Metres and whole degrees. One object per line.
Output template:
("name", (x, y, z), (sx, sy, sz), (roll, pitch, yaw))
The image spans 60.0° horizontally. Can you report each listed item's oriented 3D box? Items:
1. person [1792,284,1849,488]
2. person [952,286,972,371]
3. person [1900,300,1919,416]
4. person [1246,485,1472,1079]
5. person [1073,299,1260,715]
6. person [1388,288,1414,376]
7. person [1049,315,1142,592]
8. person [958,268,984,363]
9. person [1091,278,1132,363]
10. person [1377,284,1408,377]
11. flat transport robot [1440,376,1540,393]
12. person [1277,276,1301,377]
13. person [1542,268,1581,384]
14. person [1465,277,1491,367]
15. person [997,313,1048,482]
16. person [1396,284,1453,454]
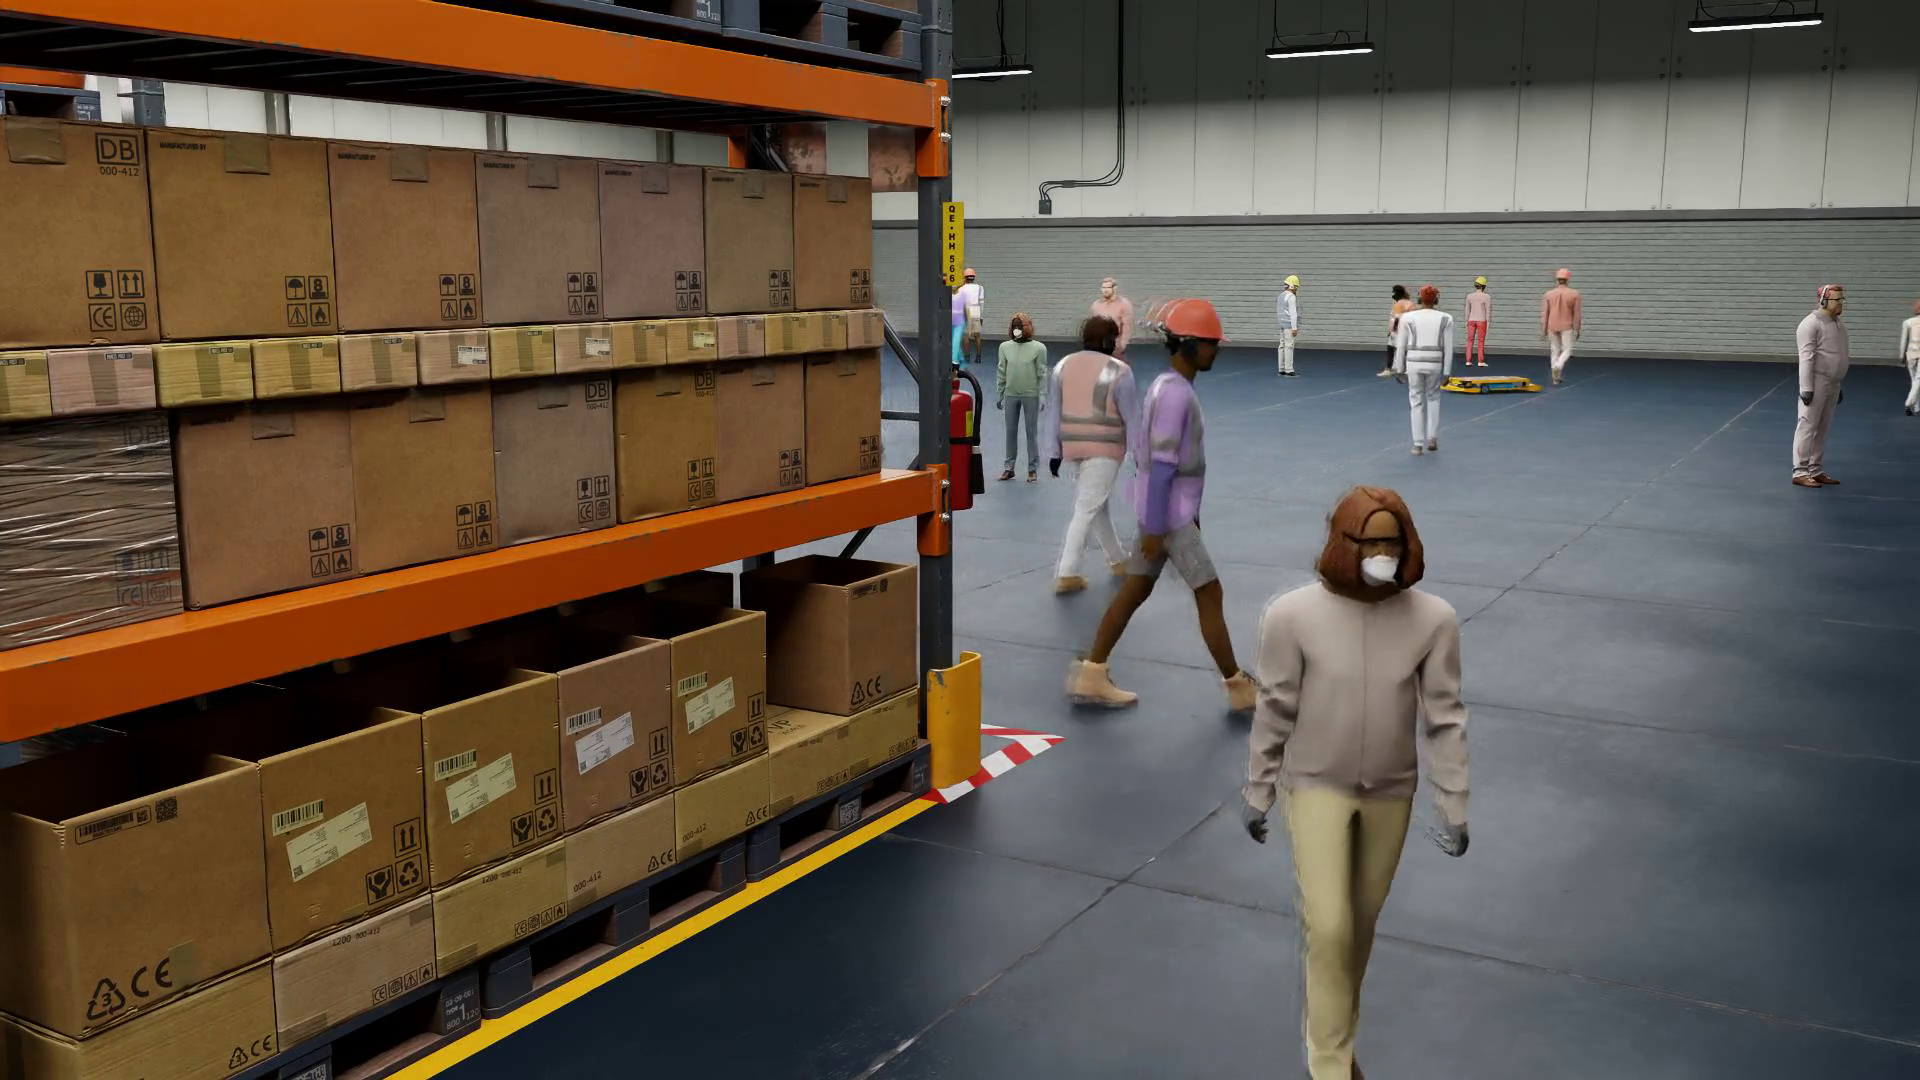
("person", (8.181, -1.457, 15.762), (0.638, 1.909, 0.408), (-7, 12, -36))
("person", (-0.060, -3.925, 30.534), (0.585, 1.804, 0.960), (6, 11, 32))
("person", (13.173, -2.516, 22.846), (0.838, 1.604, 0.506), (-7, 12, -35))
("person", (1.013, 0.675, 4.117), (0.530, 1.604, 0.695), (-1, 10, -6))
("person", (1.034, -0.144, 7.890), (1.068, 1.978, 0.619), (0, 10, 2))
("person", (8.095, -3.804, 30.437), (0.843, 1.602, 0.521), (-4, 10, -20))
("person", (0.937, -0.576, 10.947), (0.653, 1.787, 0.978), (10, 14, 44))
("person", (0.209, -4.554, 33.810), (0.547, 1.936, 0.383), (-3, 10, -19))
("person", (2.201, -2.891, 24.298), (0.636, 1.867, 0.984), (4, 10, 22))
("person", (7.914, -3.735, 29.770), (0.743, 1.673, 0.530), (2, 10, 12))
("flat transport robot", (8.496, -2.499, 26.644), (1.431, 0.197, 0.652), (-3, 10, -18))
("person", (5.946, -3.850, 30.020), (0.403, 1.823, 0.588), (-2, 10, -14))
("person", (10.137, -3.600, 28.083), (0.628, 1.981, 0.648), (8, 12, 38))
("person", (10.224, -4.298, 32.807), (0.329, 1.767, 0.529), (-9, 13, -43))
("person", (0.594, -1.374, 16.071), (0.507, 1.632, 0.268), (4, 10, 21))
("person", (5.123, -1.885, 18.416), (0.580, 1.858, 0.669), (1, 10, 8))
